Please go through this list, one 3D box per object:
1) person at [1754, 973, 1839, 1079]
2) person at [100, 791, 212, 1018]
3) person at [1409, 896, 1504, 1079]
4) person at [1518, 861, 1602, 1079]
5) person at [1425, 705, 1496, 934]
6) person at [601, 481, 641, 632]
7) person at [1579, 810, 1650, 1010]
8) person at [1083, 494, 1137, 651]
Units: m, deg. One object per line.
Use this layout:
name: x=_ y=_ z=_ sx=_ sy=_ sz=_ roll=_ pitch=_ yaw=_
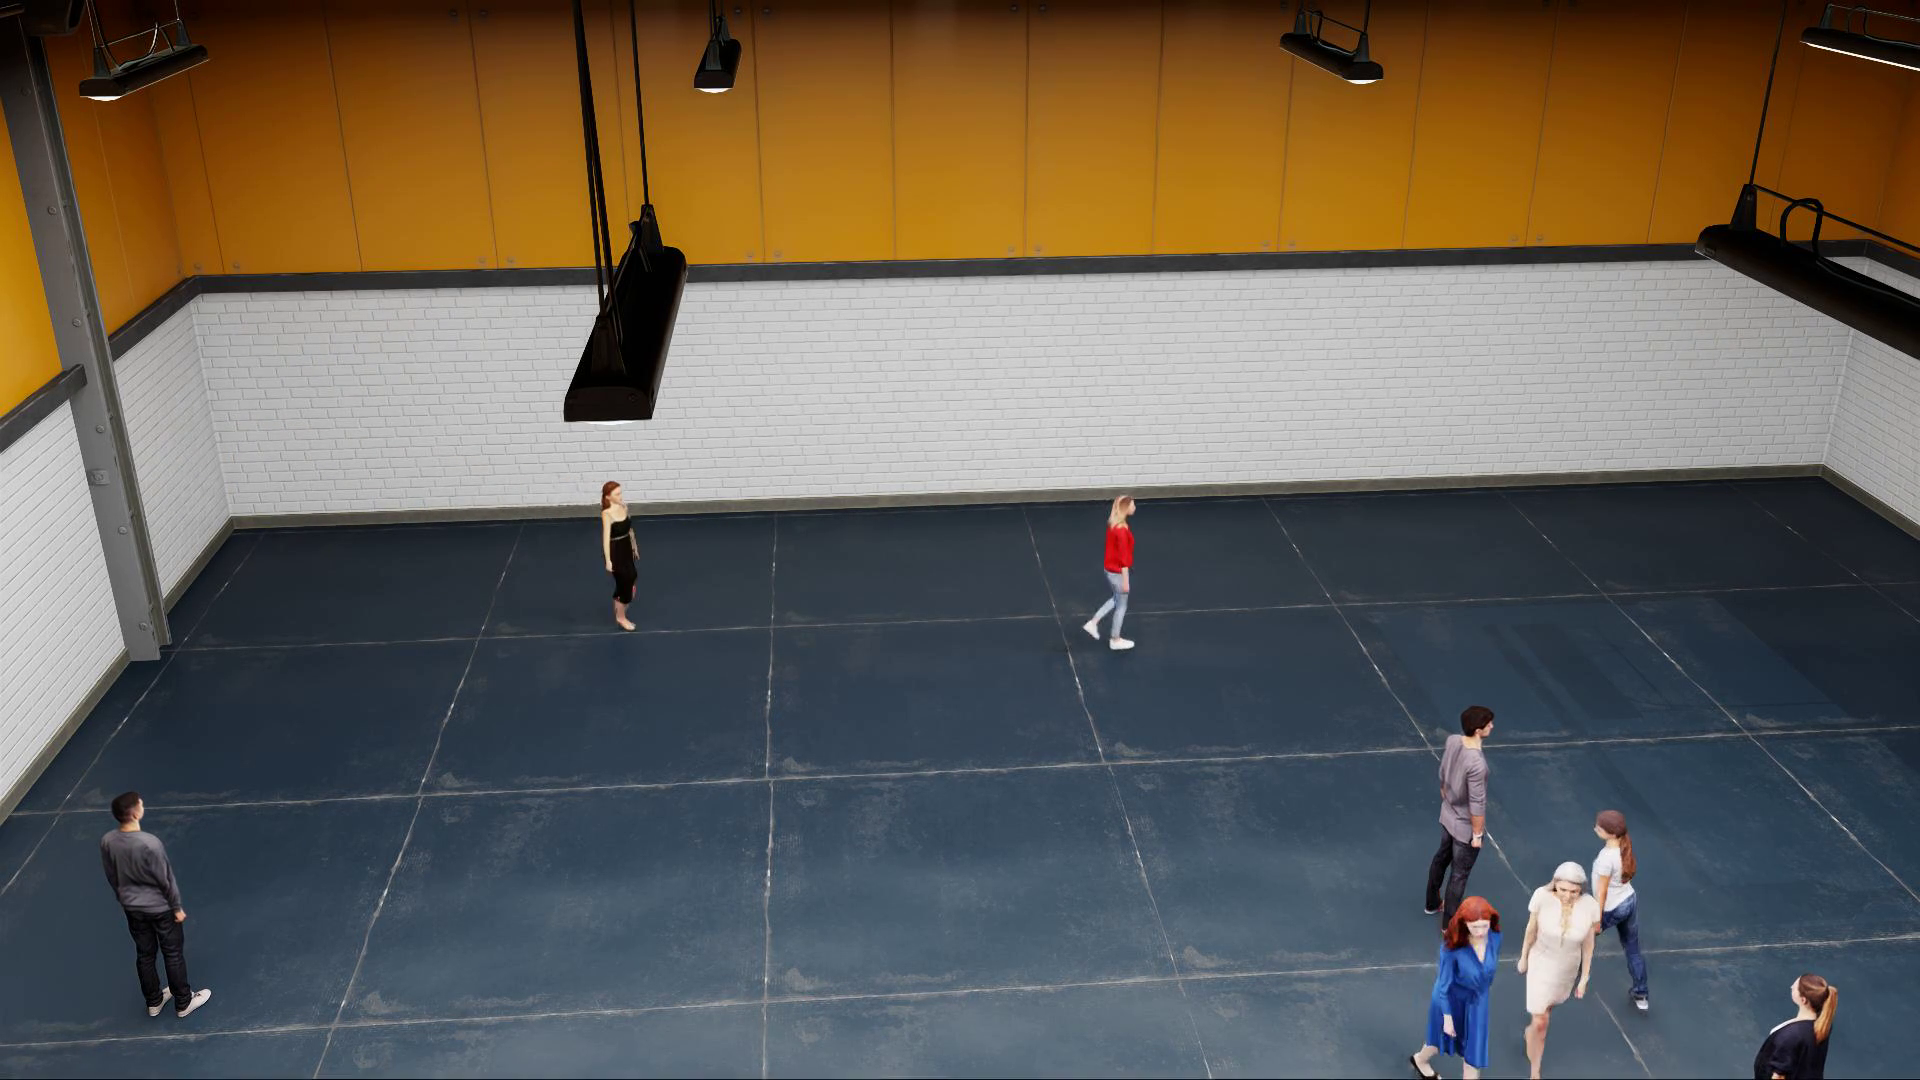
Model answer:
person: x=4.903 y=3.275 z=9.819 sx=0.714 sy=1.683 sz=0.705 roll=-13 pitch=27 yaw=-27
person: x=-5.589 y=2.511 z=11.468 sx=0.665 sy=1.761 sz=0.601 roll=3 pitch=24 yaw=7
person: x=3.139 y=2.916 z=10.526 sx=0.662 sy=1.774 sz=0.992 roll=-7 pitch=25 yaw=-16
person: x=3.894 y=2.776 z=10.932 sx=0.745 sy=1.705 sz=1.038 roll=1 pitch=24 yaw=3
person: x=3.735 y=2.059 z=12.391 sx=0.762 sy=1.851 sz=0.501 roll=-5 pitch=24 yaw=-11
person: x=-3.566 y=0.150 z=17.048 sx=0.758 sy=1.618 sz=0.677 roll=9 pitch=25 yaw=19
person: x=4.612 y=2.581 z=11.600 sx=0.982 sy=1.528 sz=1.105 roll=-15 pitch=28 yaw=-31
person: x=1.494 y=0.336 z=16.535 sx=0.714 sy=1.690 sz=0.707 roll=-4 pitch=24 yaw=-9
